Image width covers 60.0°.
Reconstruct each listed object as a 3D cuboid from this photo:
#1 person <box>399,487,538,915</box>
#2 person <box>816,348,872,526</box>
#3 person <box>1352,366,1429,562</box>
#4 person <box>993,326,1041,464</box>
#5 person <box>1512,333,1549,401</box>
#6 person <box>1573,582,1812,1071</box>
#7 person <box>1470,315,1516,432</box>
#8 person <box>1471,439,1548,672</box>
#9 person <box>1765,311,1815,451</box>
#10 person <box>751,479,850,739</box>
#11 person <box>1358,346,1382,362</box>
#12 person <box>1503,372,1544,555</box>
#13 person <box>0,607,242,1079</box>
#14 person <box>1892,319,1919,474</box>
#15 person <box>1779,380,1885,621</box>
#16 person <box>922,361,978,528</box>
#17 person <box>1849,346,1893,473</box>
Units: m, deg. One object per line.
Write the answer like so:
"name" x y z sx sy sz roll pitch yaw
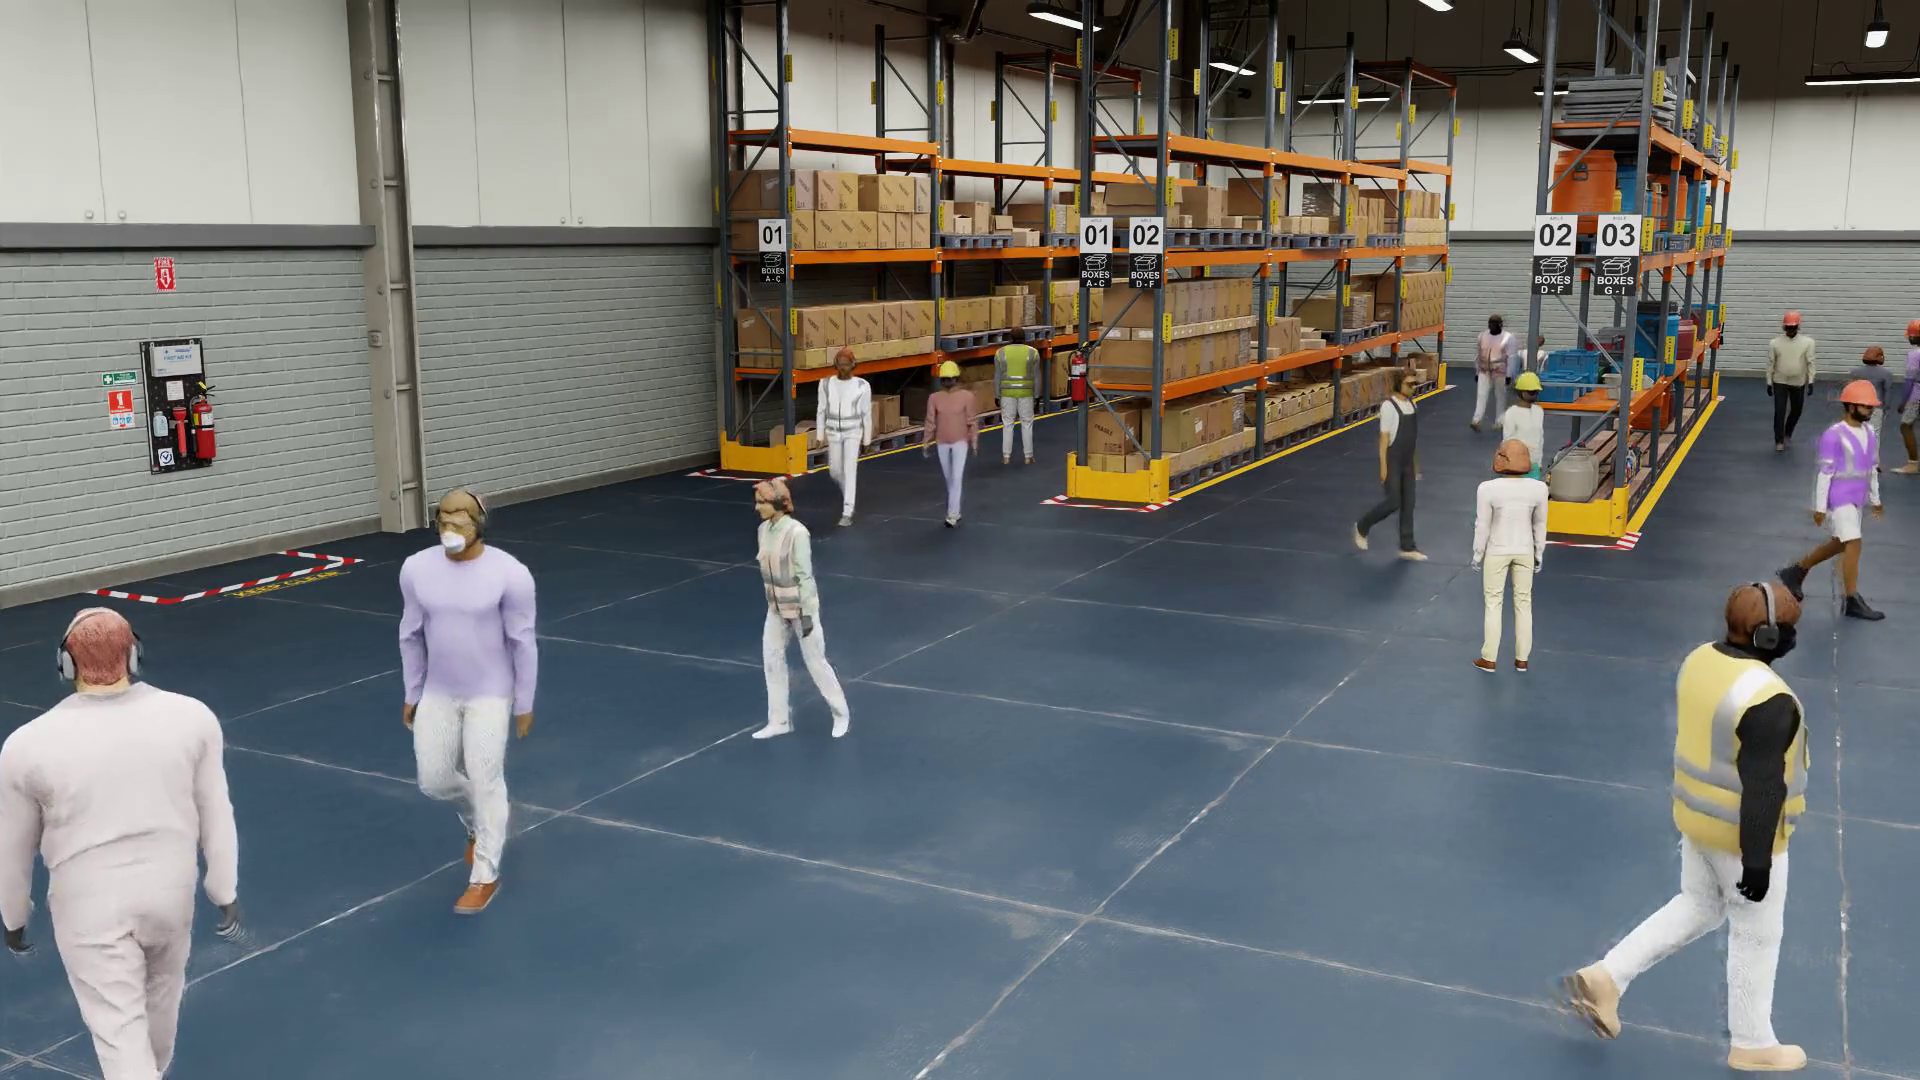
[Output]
"person" -2.214 0.703 7.561 0.645 1.928 0.537 2 11 9
"person" -1.203 -1.109 17.646 0.585 1.859 0.771 3 11 14
"person" 4.079 -0.718 15.586 0.534 1.829 0.697 -9 14 -42
"person" 0.764 -1.921 22.111 0.635 1.840 0.429 1 10 3
"person" 8.393 -2.226 24.387 0.519 1.622 0.440 8 13 39
"person" 2.713 1.040 6.021 0.743 1.827 0.638 0 10 -1
"person" 8.258 -2.575 25.799 0.654 1.789 0.945 8 13 36
"person" 3.820 0.111 11.587 0.507 1.636 0.275 0 10 -1
"person" 11.771 -2.263 23.621 0.623 1.972 0.724 4 11 21
"person" -0.953 0.410 10.070 0.606 1.602 0.531 -9 14 -40
"person" 8.368 -4.100 34.005 0.889 1.836 0.593 -5 11 -23
"person" 5.350 -0.743 15.923 0.537 1.748 0.488 -7 12 -32
"person" -2.754 1.130 5.409 0.676 1.852 0.976 -9 14 -40
"person" 12.273 -1.809 21.161 0.823 1.983 0.401 -6 12 -31
"person" 7.059 -0.349 13.380 0.560 1.912 0.886 -6 12 -32
"person" -0.131 -0.985 17.291 0.555 1.723 0.866 4 11 20
"person" 11.636 -1.669 21.302 0.502 1.631 0.285 8 13 39
